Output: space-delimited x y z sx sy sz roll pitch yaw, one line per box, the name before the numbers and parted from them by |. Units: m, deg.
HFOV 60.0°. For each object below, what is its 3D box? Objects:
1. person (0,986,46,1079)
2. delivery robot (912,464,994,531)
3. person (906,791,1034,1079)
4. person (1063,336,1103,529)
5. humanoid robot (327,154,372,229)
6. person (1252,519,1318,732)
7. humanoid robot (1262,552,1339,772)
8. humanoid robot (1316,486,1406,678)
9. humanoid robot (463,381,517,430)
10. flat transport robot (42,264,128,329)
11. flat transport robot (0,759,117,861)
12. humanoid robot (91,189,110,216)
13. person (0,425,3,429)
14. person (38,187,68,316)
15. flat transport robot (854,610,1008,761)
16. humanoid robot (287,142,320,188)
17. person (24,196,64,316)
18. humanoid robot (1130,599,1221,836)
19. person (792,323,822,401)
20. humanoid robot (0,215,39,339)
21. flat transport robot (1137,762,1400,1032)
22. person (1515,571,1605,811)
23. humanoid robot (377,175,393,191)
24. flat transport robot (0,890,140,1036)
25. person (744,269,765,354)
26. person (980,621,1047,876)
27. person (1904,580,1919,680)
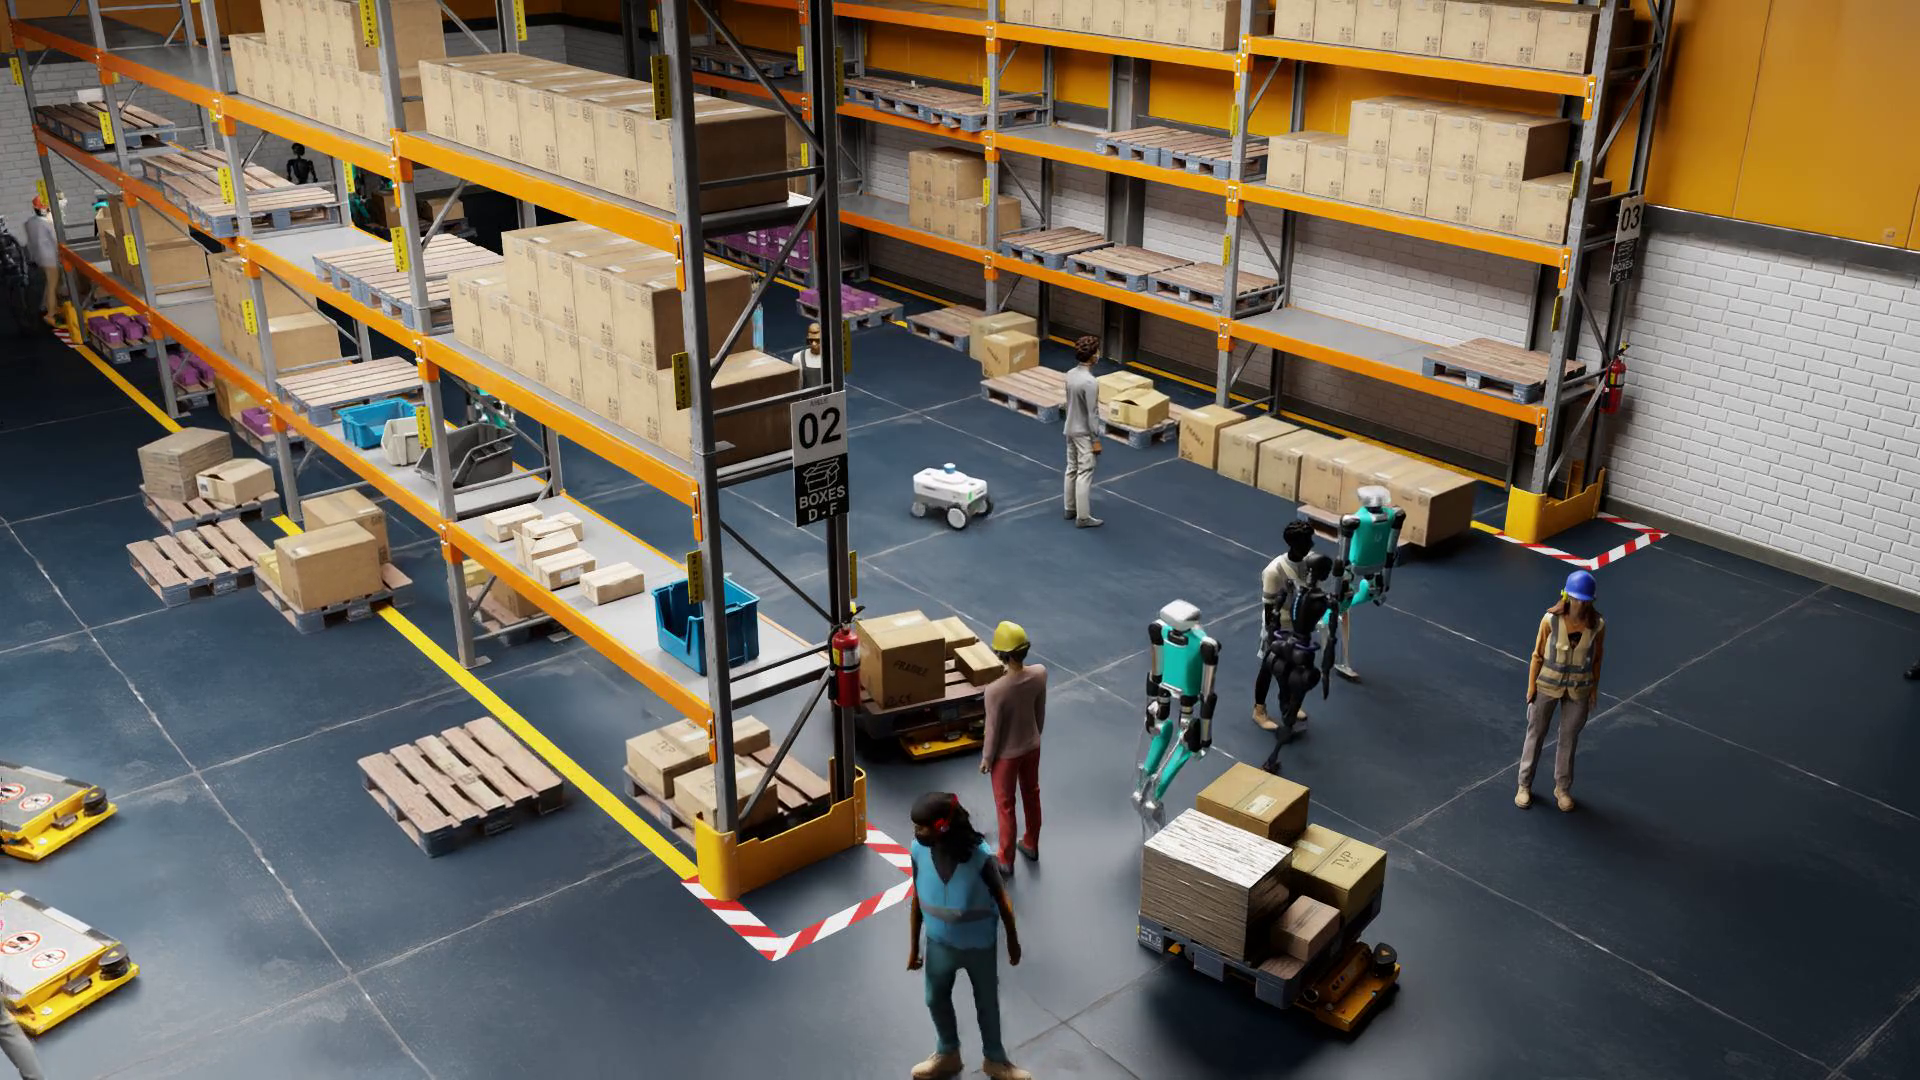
person | -5.249 2.299 8.611 0.720 1.618 0.461 -1 23 -3
delivery robot | -0.099 -0.457 16.329 0.775 0.585 0.499 14 27 30
person | 0.086 2.125 8.754 0.693 1.849 0.387 7 24 15
person | 1.167 -1.035 15.999 0.404 1.892 0.536 -11 26 -25
humanoid robot | -9.686 -5.535 26.735 0.530 1.880 0.765 3 24 7
person | 2.448 0.620 12.416 0.530 1.691 0.322 -15 28 -31
humanoid robot | 2.414 0.843 11.961 0.692 1.617 0.611 -19 30 -37
humanoid robot | 3.040 0.360 13.054 0.537 1.841 0.776 -8 25 -18
humanoid robot | -4.817 -1.258 16.834 0.555 1.877 0.797 -18 29 -35
flat transport robot | -11.842 -3.187 23.022 1.431 0.231 0.659 -21 31 -40
flat transport robot | -6.600 1.822 11.425 1.431 0.231 0.659 9 25 20
humanoid robot | -11.465 -3.941 22.980 0.713 1.839 0.547 -12 26 -25
person | -11.128 -2.056 18.410 1.019 1.849 0.640 6 24 14
person | -12.481 -3.929 22.798 0.712 1.822 0.566 -6 24 -14
flat transport robot | -0.317 1.236 12.782 0.659 0.231 1.431 -10 25 -21
humanoid robot | -10.554 -5.577 26.793 0.601 1.641 0.536 7 24 16
person | -12.363 -3.853 22.719 0.560 1.726 0.633 13 26 27
humanoid robot | 1.300 1.310 10.802 0.542 1.836 0.680 21 31 40
person | -1.410 -1.281 16.622 0.515 1.844 0.331 -2 23 -3
humanoid robot | -12.517 -3.499 21.961 0.584 1.649 0.368 4 24 9
flat transport robot | 1.844 2.435 10.004 1.431 0.231 0.659 18 29 35
person | 4.116 1.026 11.360 0.462 1.781 0.306 4 24 9
humanoid robot | -9.736 -6.180 28.172 1.055 1.758 0.544 12 26 25
flat transport robot | -5.639 2.472 9.918 1.431 0.231 0.659 13 27 28
person | -2.424 -2.228 18.934 0.602 1.752 0.495 5 24 11
person | 0.334 1.330 10.680 0.522 1.765 0.314 -20 30 -38
person | 7.789 0.254 12.975 0.387 1.926 0.544 -17 29 -34
